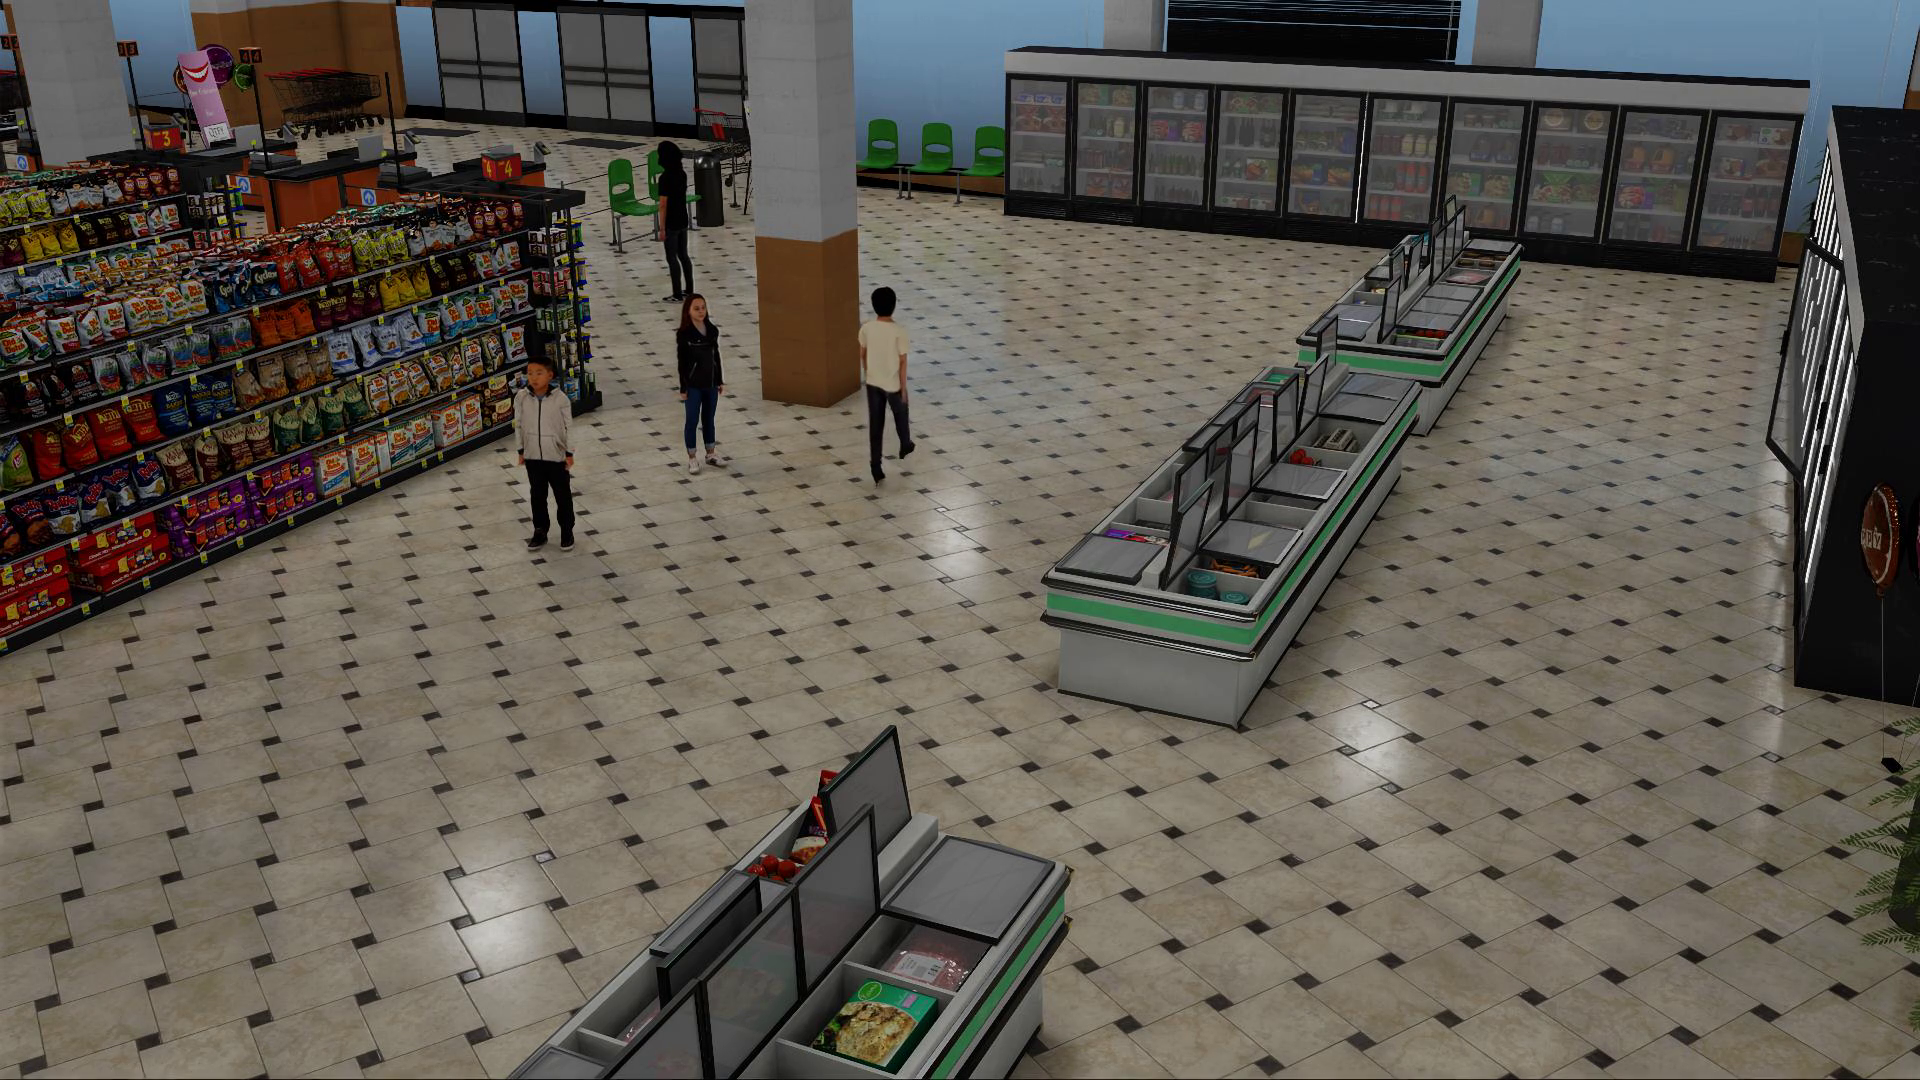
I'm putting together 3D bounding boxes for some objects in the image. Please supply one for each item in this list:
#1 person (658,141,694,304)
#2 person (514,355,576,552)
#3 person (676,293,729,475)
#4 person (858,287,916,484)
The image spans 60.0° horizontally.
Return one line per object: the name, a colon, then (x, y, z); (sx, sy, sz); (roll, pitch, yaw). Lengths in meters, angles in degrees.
person: (-3.261, -3.641, 19.039); (0.664, 1.825, 0.442); (10, 24, 23)
person: (-2.999, -0.641, 12.068); (0.653, 1.455, 0.655); (0, 22, 0)
person: (-2.142, -1.304, 13.680); (0.576, 1.484, 0.691); (-18, 28, -37)
person: (-0.620, -1.204, 13.341); (0.692, 1.550, 1.023); (7, 23, 16)
